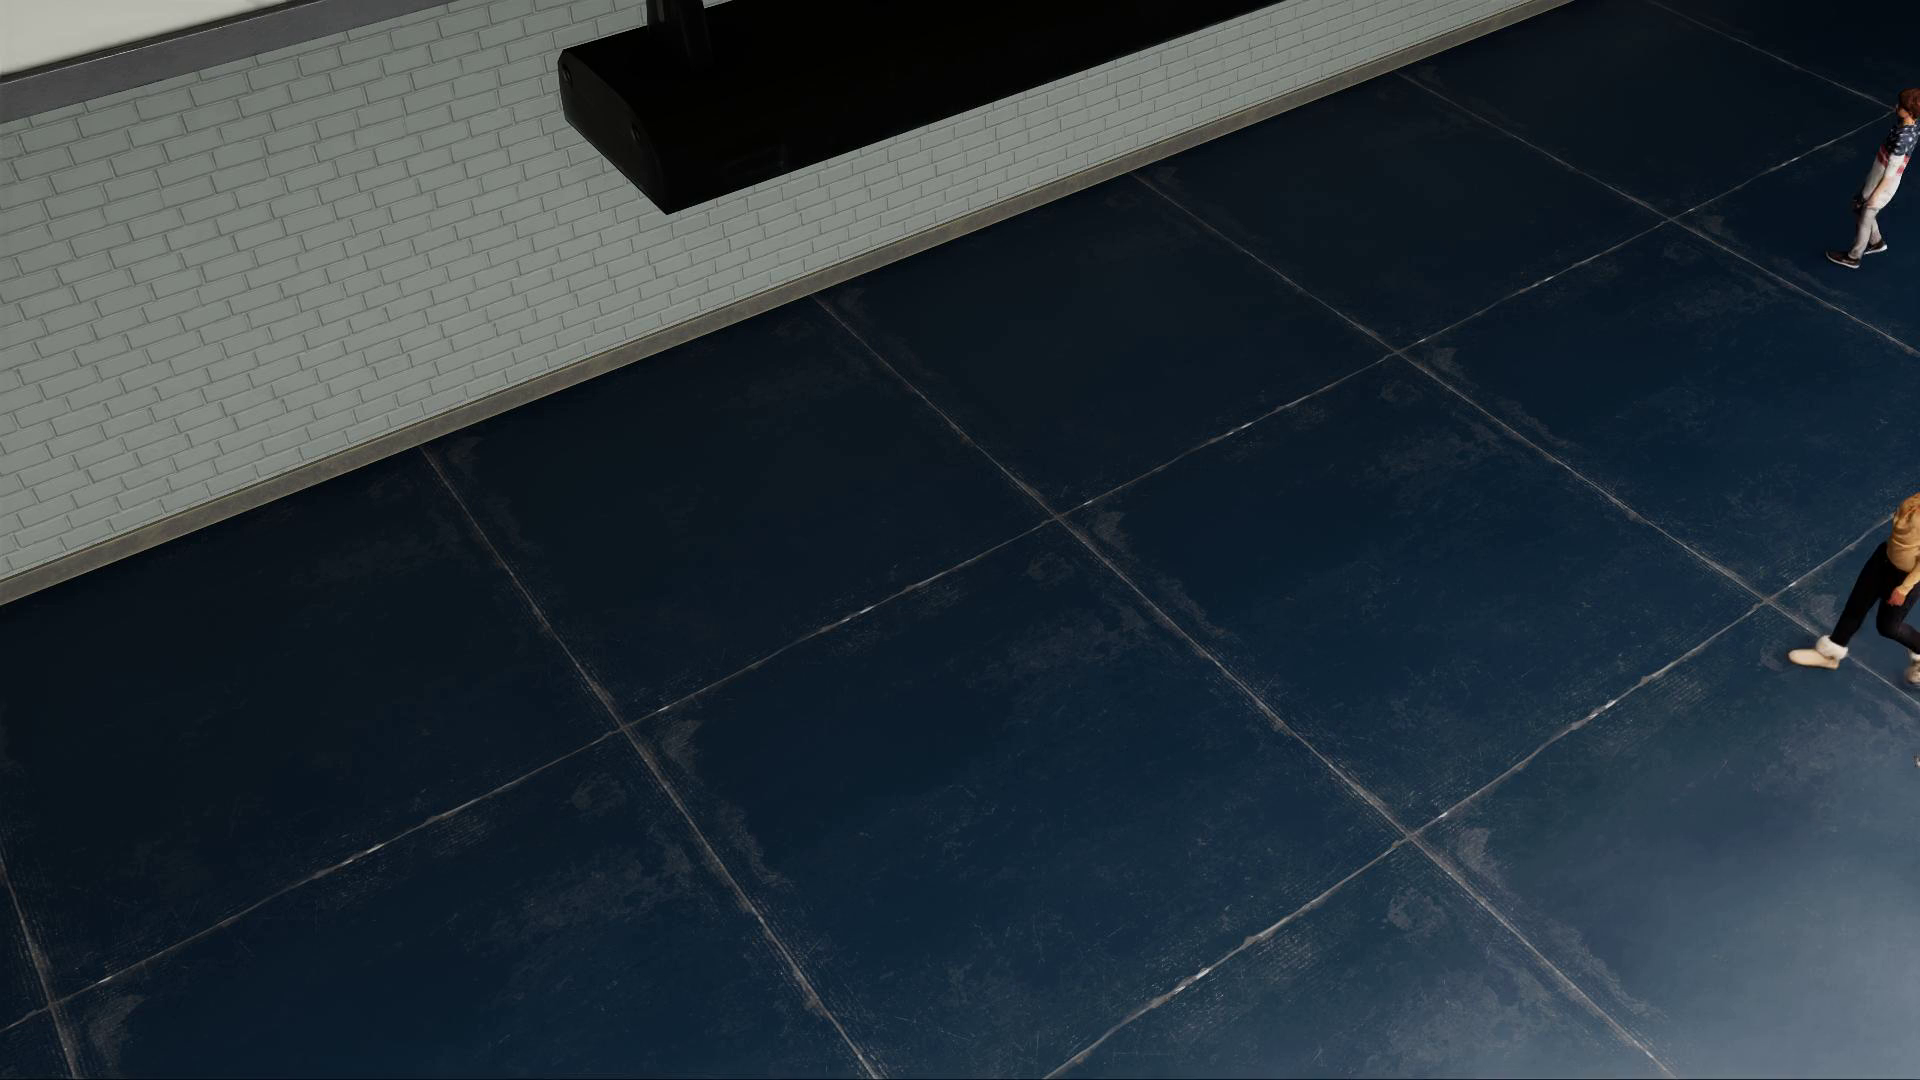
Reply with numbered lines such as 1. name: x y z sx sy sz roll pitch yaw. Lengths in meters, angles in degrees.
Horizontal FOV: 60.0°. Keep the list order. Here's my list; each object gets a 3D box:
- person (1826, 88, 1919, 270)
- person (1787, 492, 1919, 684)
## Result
1. person: 6.706 -2.581 11.954 0.703 1.434 0.652 22 47 22
2. person: 5.100 0.161 8.863 1.017 1.645 1.006 4 43 4
